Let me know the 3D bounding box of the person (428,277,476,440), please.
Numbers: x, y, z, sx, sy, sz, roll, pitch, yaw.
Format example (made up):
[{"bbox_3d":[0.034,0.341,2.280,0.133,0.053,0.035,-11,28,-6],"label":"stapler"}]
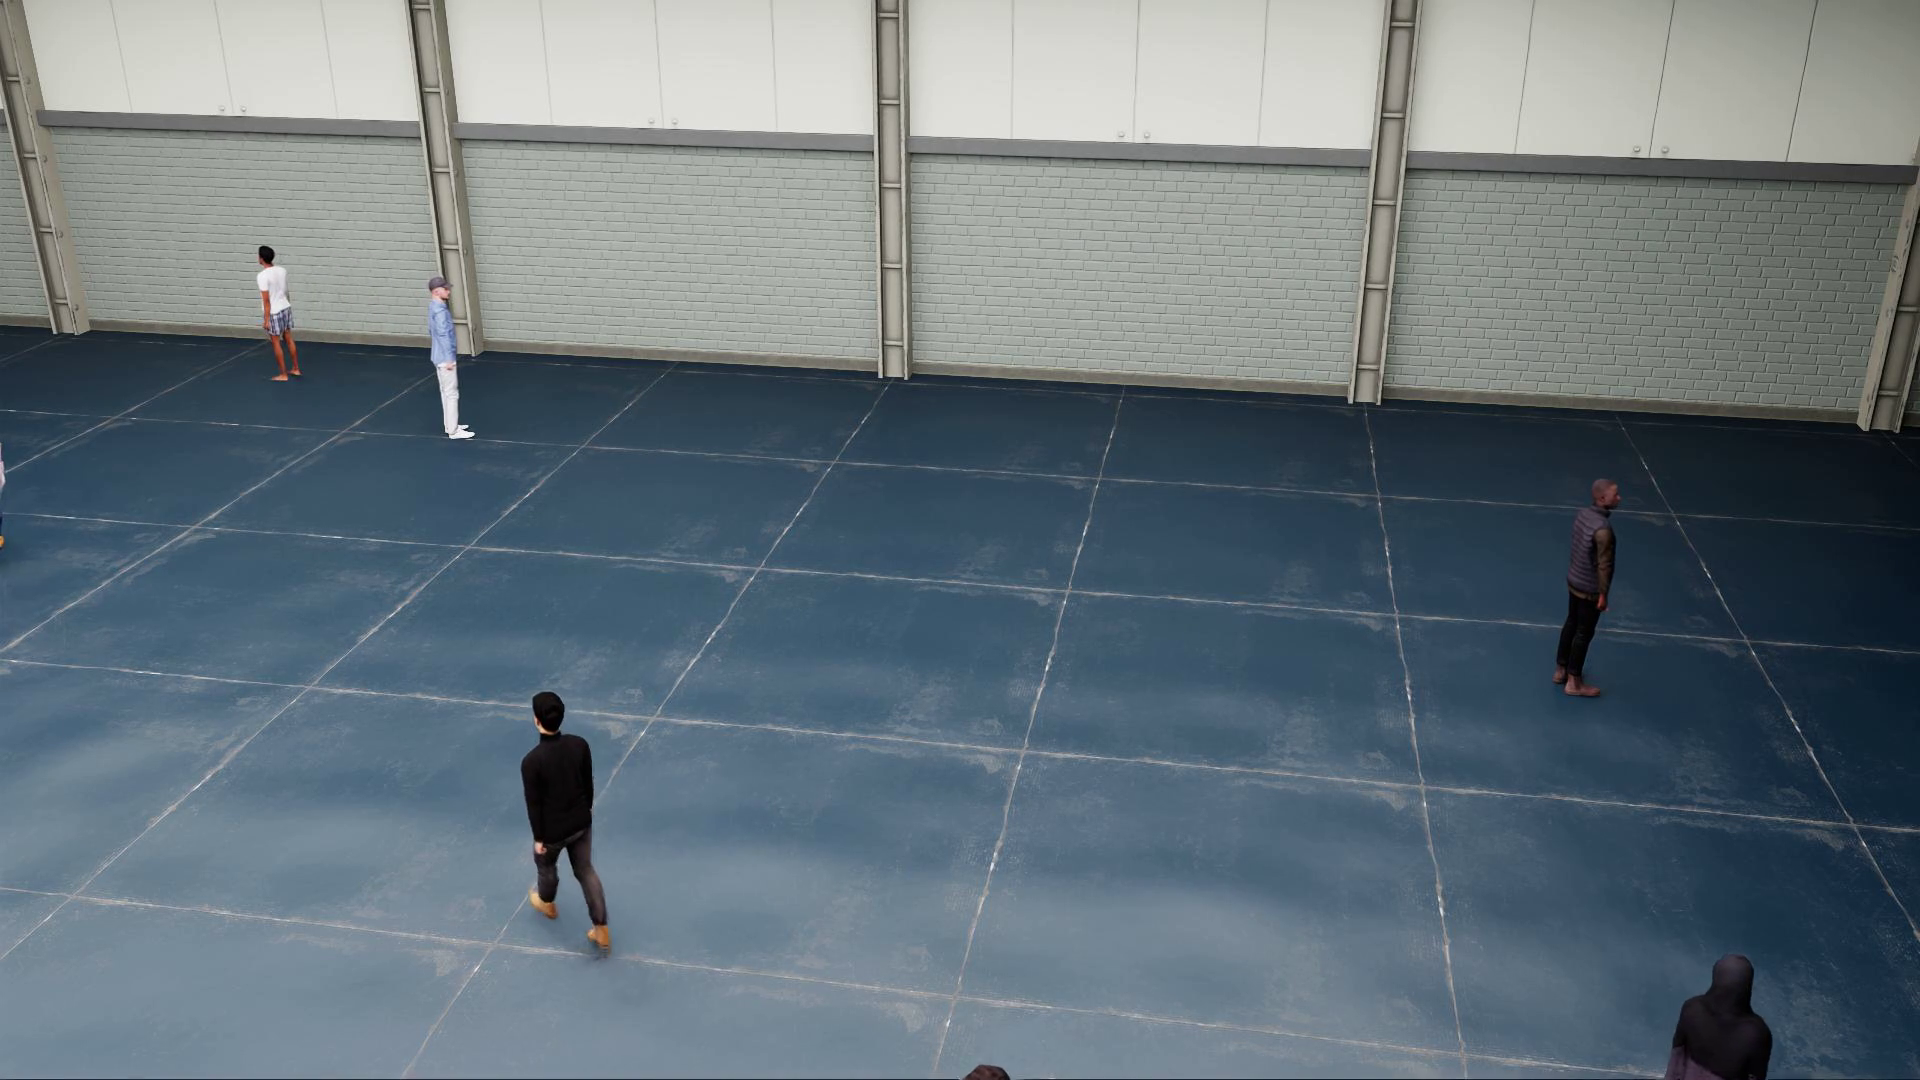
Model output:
[{"bbox_3d":[-5.975,-2.120,19.285,0.773,1.884,0.746,-11,25,-24],"label":"person"}]

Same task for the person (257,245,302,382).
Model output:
[{"bbox_3d":[-8.770,-2.918,21.355,0.583,1.733,0.680,9,24,19],"label":"person"}]

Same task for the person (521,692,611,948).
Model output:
[{"bbox_3d":[-2.436,1.783,10.361,1.071,1.687,1.181,-18,29,-36],"label":"person"}]

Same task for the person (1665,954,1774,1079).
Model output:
[{"bbox_3d":[3.664,2.762,8.164,0.899,1.604,0.860,-20,30,-39],"label":"person"}]

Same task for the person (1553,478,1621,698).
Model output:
[{"bbox_3d":[5.087,0.370,13.492,0.652,1.837,0.741,-1,23,-2],"label":"person"}]
